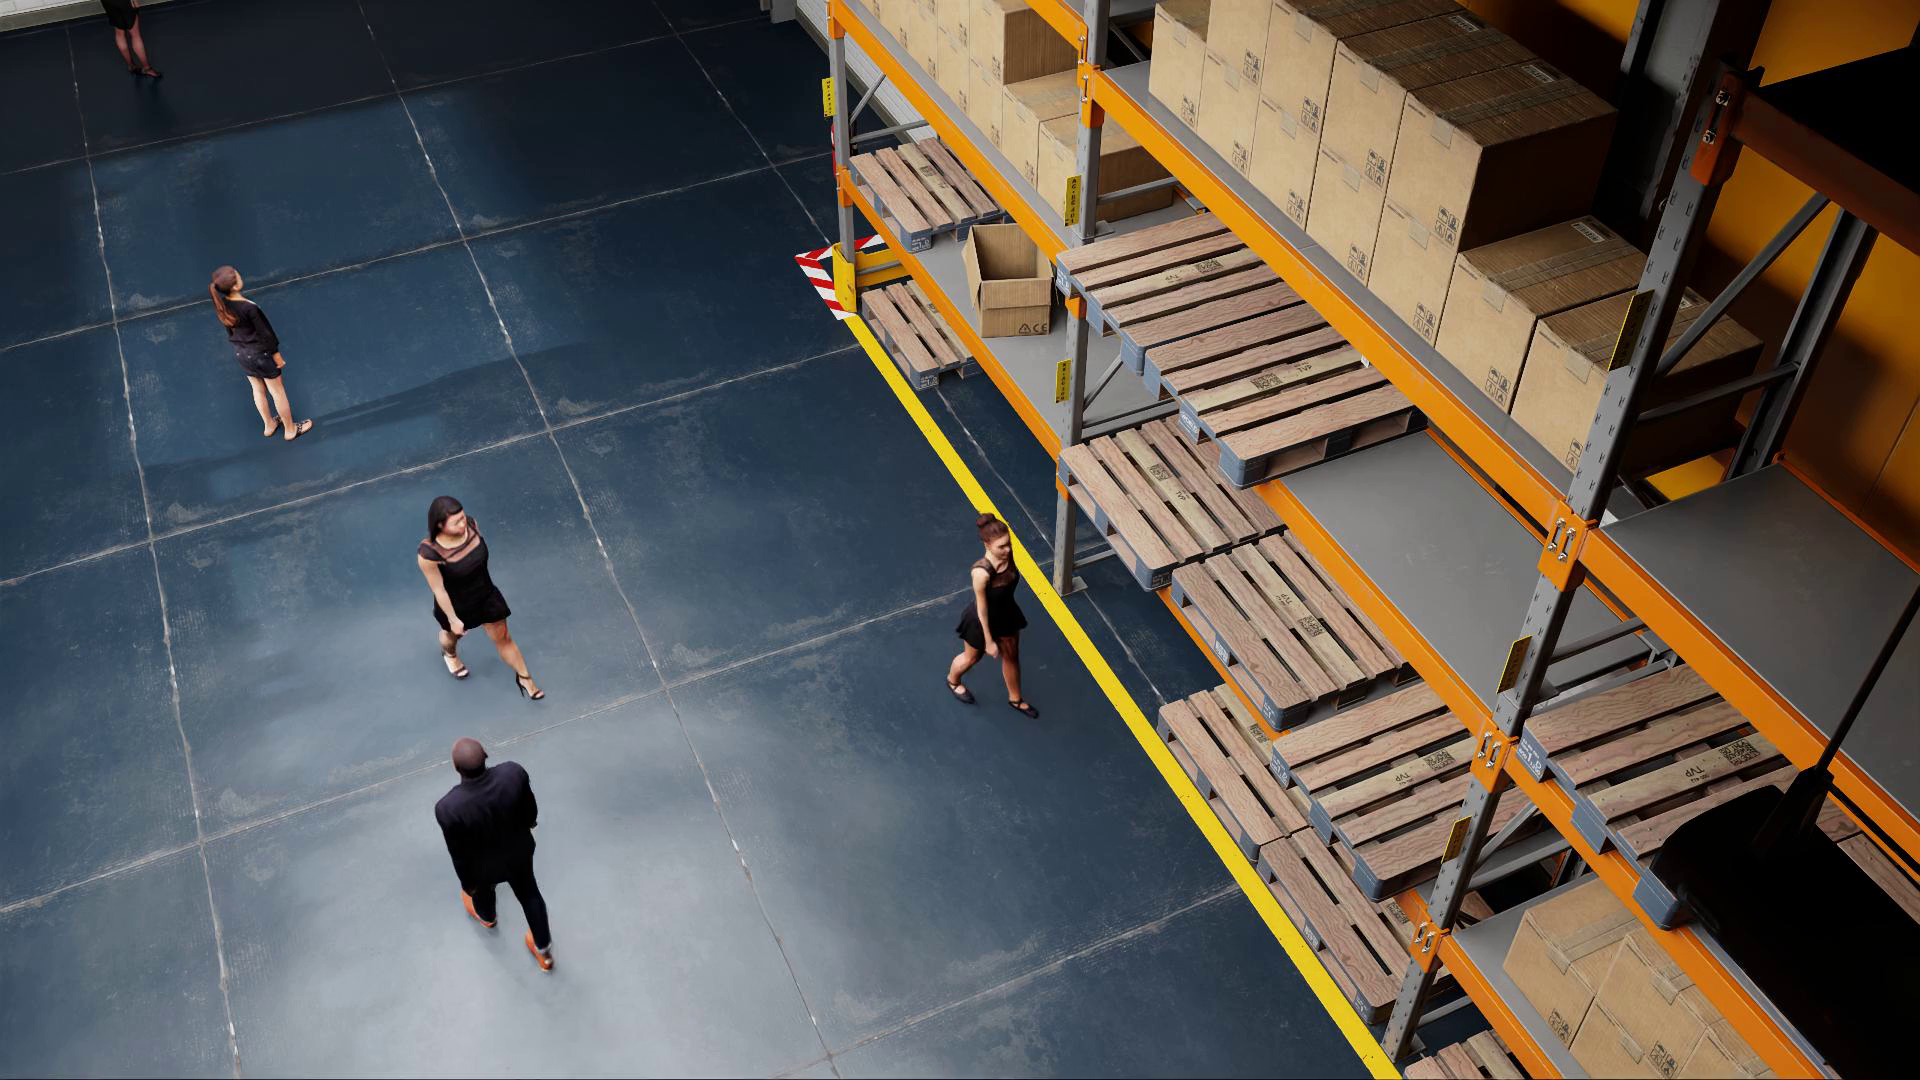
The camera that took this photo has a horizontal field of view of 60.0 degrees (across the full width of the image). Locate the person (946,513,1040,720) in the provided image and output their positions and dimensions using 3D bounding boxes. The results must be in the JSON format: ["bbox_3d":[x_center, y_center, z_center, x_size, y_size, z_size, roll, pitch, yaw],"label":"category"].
[{"bbox_3d":[0.157,0.478,10.587,0.980,1.663,0.812,27,50,26],"label":"person"}]

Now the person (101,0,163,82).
[{"bbox_3d":[-8.520,-5.466,16.795,0.640,1.706,0.712,16,46,16],"label":"person"}]

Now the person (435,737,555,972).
[{"bbox_3d":[-2.492,1.777,9.129,0.873,1.794,1.065,-30,51,-28],"label":"person"}]

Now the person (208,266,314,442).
[{"bbox_3d":[-5.368,-1.430,12.667,0.642,1.556,0.701,14,45,14],"label":"person"}]

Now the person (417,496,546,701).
[{"bbox_3d":[-3.255,0.369,10.698,1.157,1.667,0.974,26,49,25],"label":"person"}]
